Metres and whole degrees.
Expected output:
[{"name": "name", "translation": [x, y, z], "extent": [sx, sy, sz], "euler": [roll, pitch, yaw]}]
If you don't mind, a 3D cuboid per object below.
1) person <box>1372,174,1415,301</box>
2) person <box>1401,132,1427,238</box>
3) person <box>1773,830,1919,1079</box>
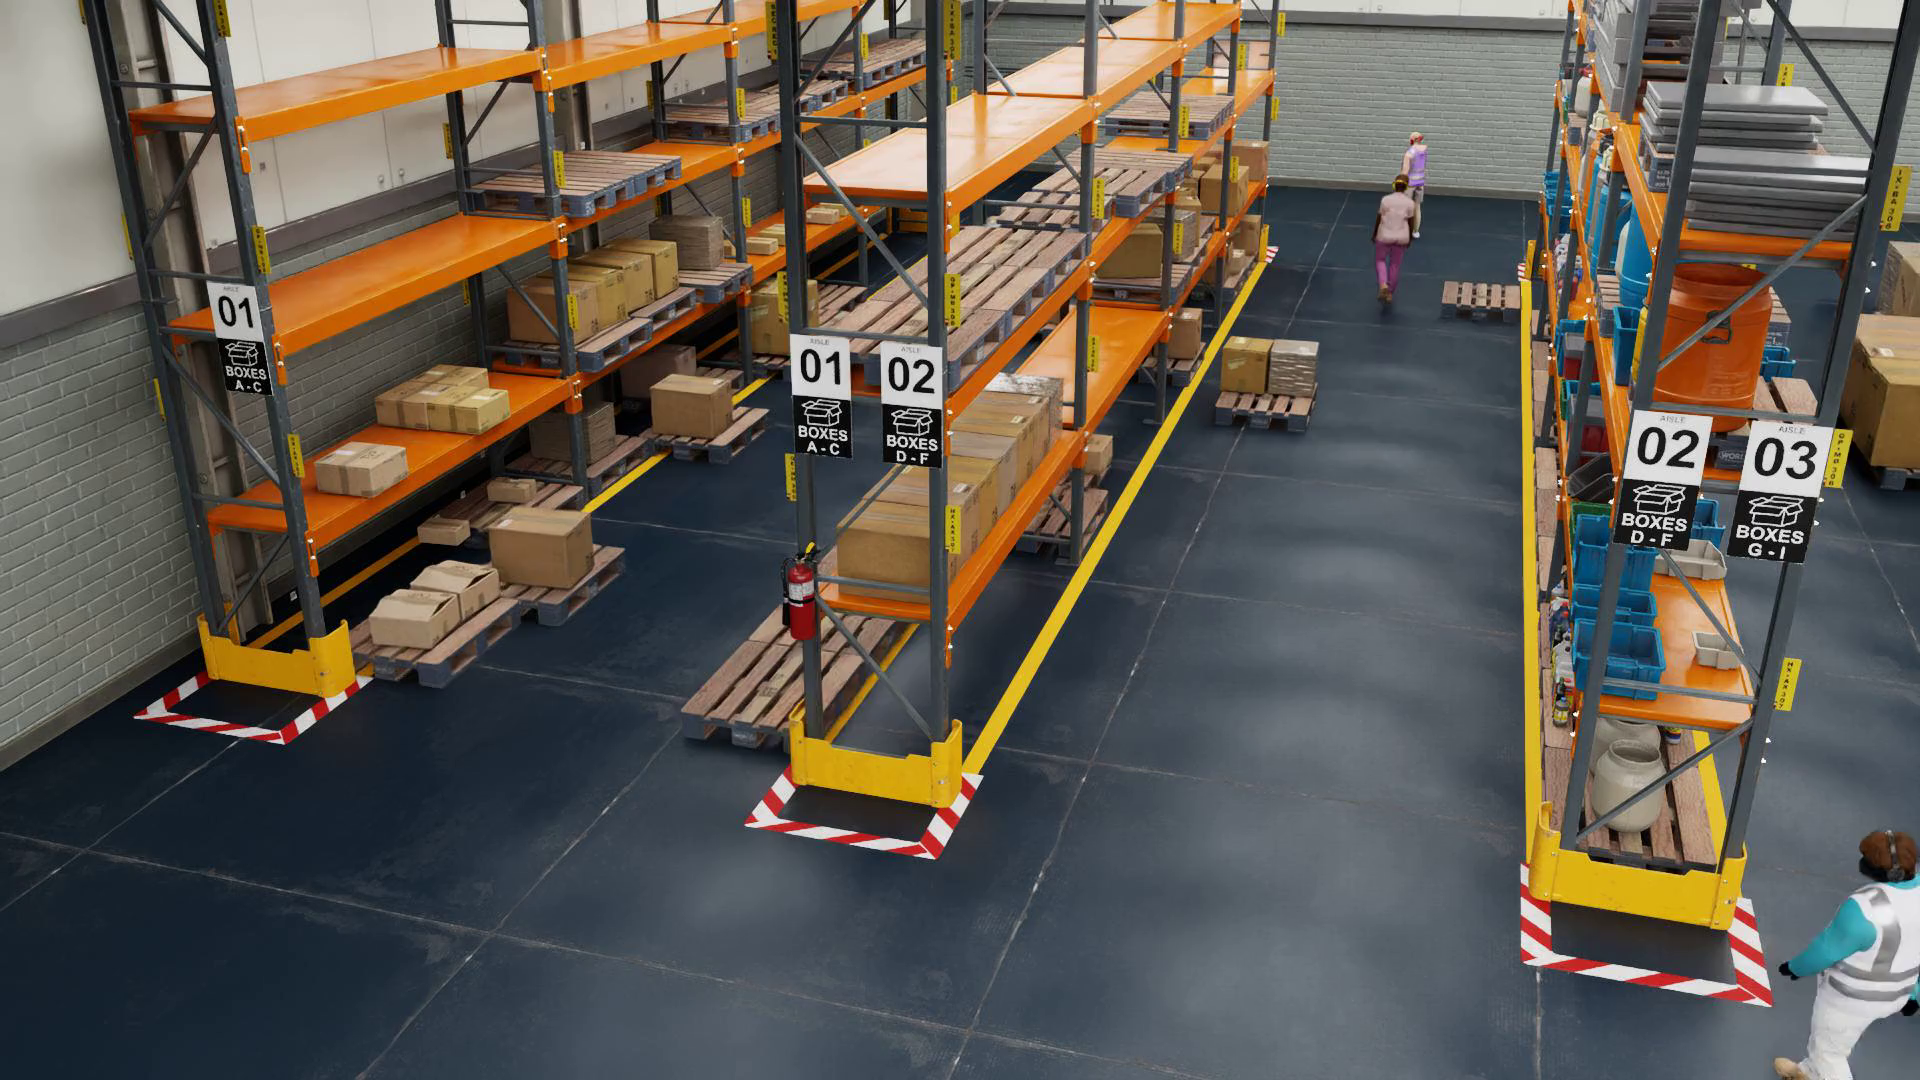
[{"name": "person", "translation": [5.933, -4.120, 22.809], "extent": [0.536, 1.779, 0.556], "euler": [3, 23, 6]}, {"name": "person", "translation": [7.181, -5.620, 26.415], "extent": [0.489, 1.688, 0.350], "euler": [-14, 27, -29]}, {"name": "person", "translation": [4.404, 2.182, 8.185], "extent": [0.620, 1.795, 0.713], "euler": [-12, 26, -27]}]
